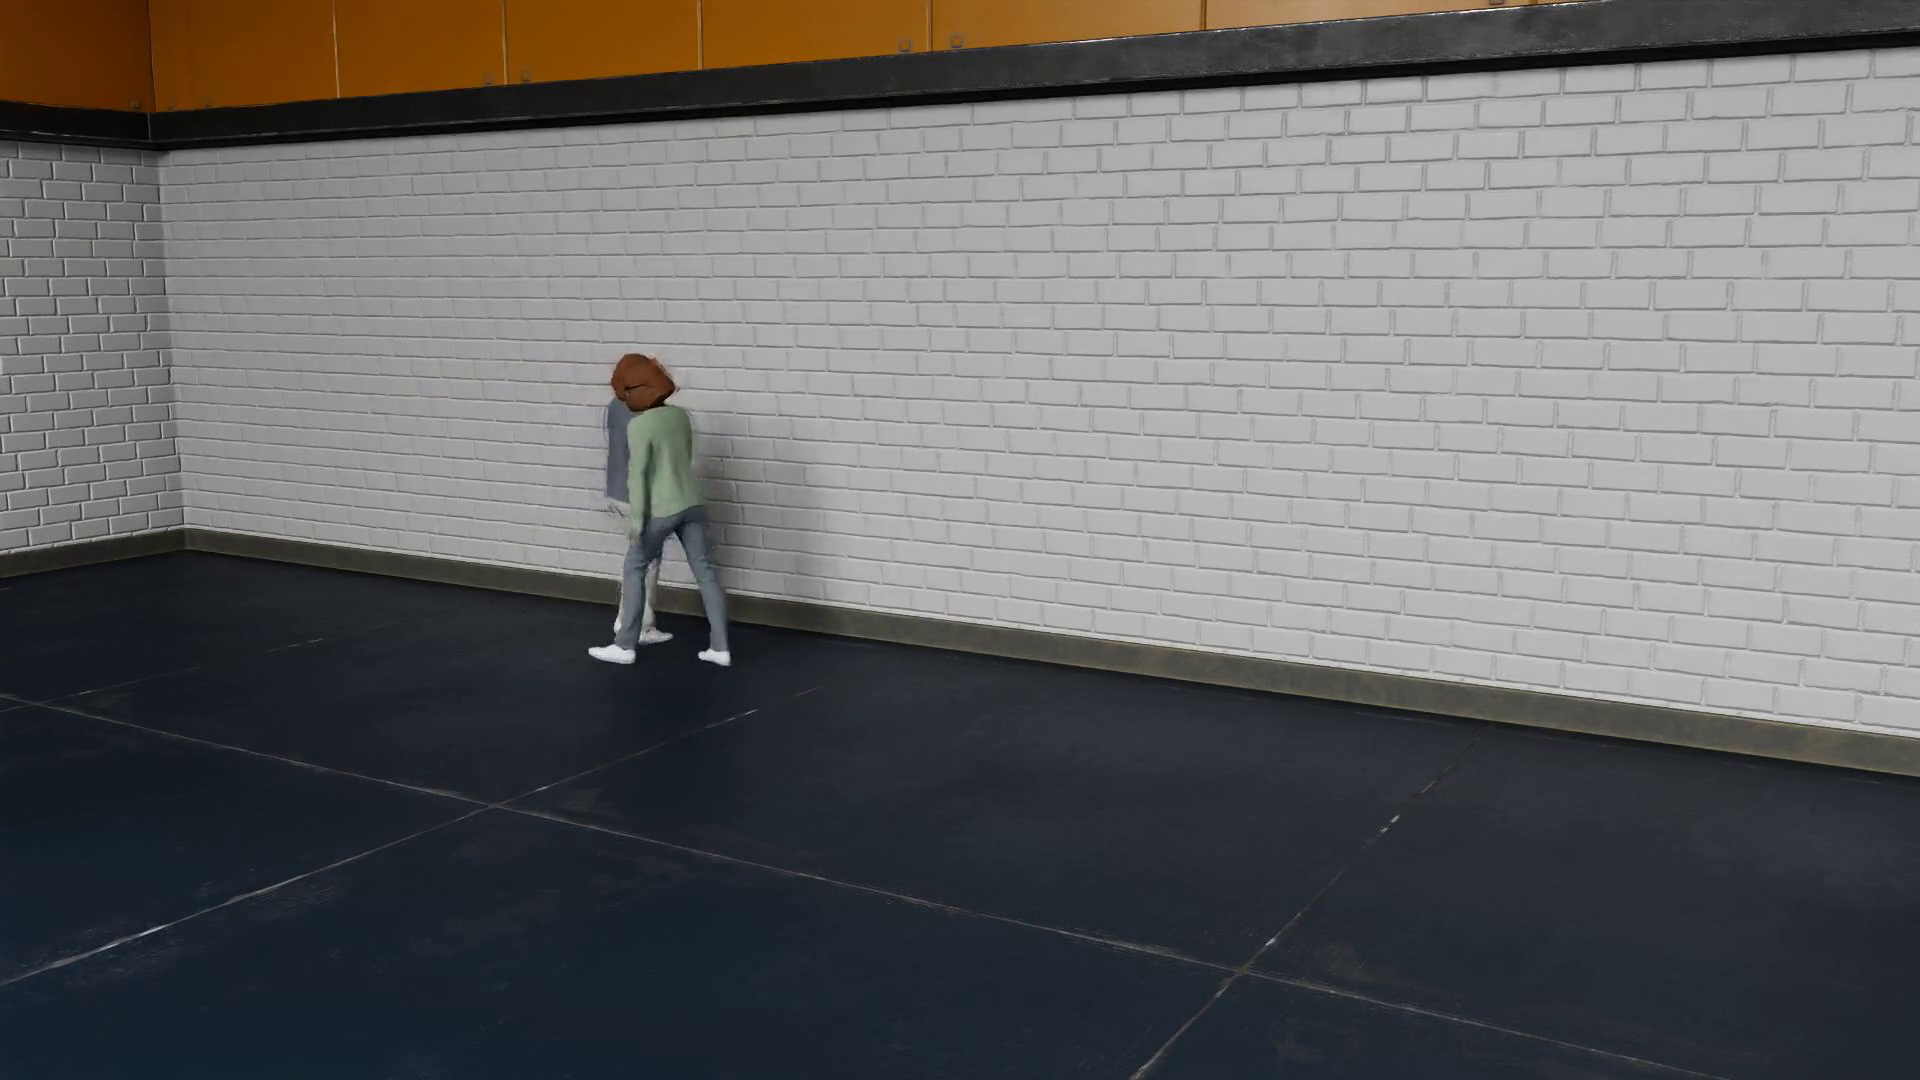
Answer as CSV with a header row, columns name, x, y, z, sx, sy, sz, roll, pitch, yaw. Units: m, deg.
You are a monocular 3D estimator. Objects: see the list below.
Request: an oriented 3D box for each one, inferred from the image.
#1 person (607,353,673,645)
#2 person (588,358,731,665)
name,x,y,z,sx,sy,sz,roll,pitch,yaw
person,-1.727,-0.209,9.007,0.362,1.597,0.552,-6,11,-31
person,-1.548,-0.130,8.542,0.705,1.585,0.521,5,11,30
